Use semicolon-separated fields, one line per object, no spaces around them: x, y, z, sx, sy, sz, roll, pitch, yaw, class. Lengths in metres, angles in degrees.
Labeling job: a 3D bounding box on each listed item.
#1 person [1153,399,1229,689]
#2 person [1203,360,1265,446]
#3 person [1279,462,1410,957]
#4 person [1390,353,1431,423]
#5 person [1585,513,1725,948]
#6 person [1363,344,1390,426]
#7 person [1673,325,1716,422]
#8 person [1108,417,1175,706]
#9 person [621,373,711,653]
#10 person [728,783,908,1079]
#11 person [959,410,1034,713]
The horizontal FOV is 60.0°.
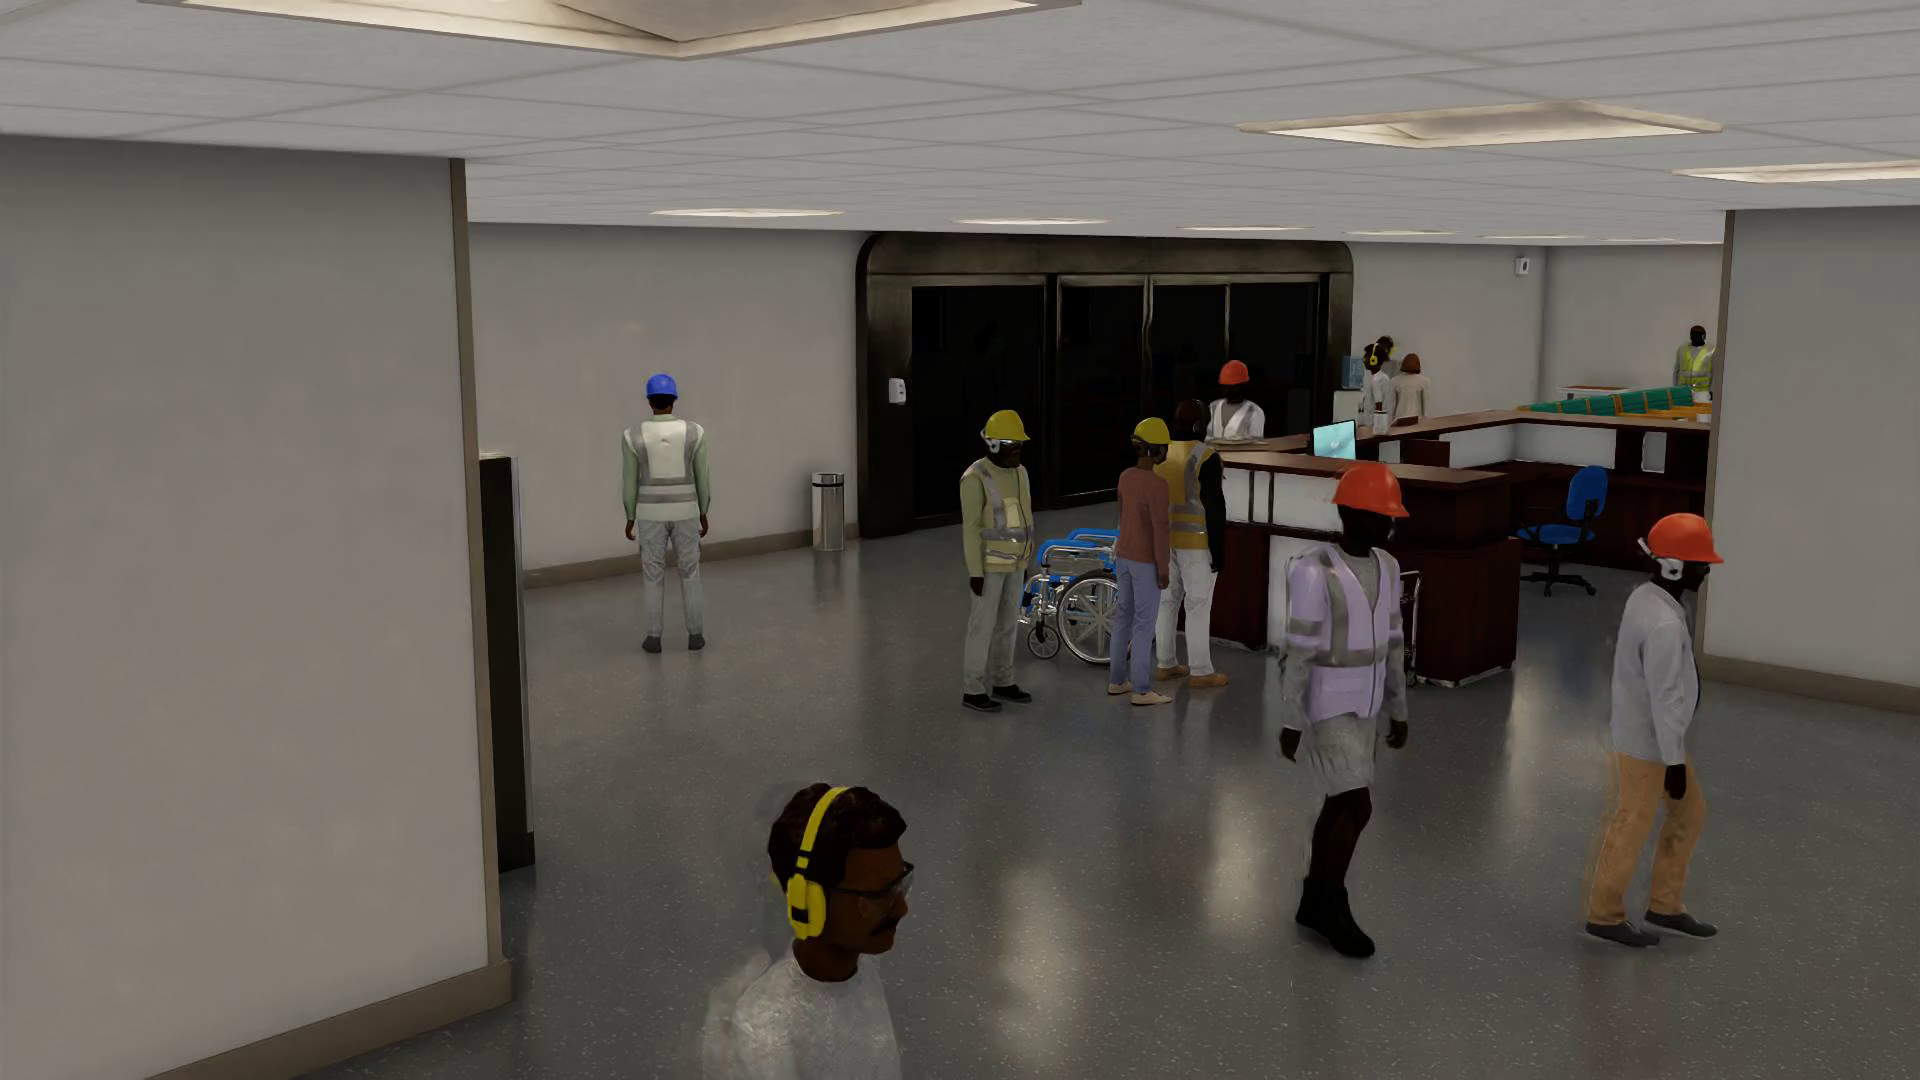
1.461;0.024;10.594;0.429;1.839;0.622;-7;12;-38;person
2.309;-0.561;13.942;0.837;1.916;0.555;-8;13;-42;person
1.548;0.657;6.451;0.587;1.915;0.613;-7;12;-38;person
5.476;-1.459;20.303;0.501;1.633;0.284;4;10;23;person
2.762;0.753;6.418;0.630;1.726;0.599;3;10;20;person
4.394;-1.143;17.639;0.310;1.868;0.533;4;10;21;person
10.677;-2.196;24.190;0.627;1.844;0.429;7;12;38;person
1.140;0.127;10.212;0.349;1.758;0.522;-4;10;-24;person
-2.031;-0.181;11.536;0.602;1.937;0.408;-2;10;-14;person
-0.261;1.293;2.858;0.980;1.825;0.538;4;10;21;person
0.244;0.124;10.025;0.403;1.823;0.592;7;12;37;person
